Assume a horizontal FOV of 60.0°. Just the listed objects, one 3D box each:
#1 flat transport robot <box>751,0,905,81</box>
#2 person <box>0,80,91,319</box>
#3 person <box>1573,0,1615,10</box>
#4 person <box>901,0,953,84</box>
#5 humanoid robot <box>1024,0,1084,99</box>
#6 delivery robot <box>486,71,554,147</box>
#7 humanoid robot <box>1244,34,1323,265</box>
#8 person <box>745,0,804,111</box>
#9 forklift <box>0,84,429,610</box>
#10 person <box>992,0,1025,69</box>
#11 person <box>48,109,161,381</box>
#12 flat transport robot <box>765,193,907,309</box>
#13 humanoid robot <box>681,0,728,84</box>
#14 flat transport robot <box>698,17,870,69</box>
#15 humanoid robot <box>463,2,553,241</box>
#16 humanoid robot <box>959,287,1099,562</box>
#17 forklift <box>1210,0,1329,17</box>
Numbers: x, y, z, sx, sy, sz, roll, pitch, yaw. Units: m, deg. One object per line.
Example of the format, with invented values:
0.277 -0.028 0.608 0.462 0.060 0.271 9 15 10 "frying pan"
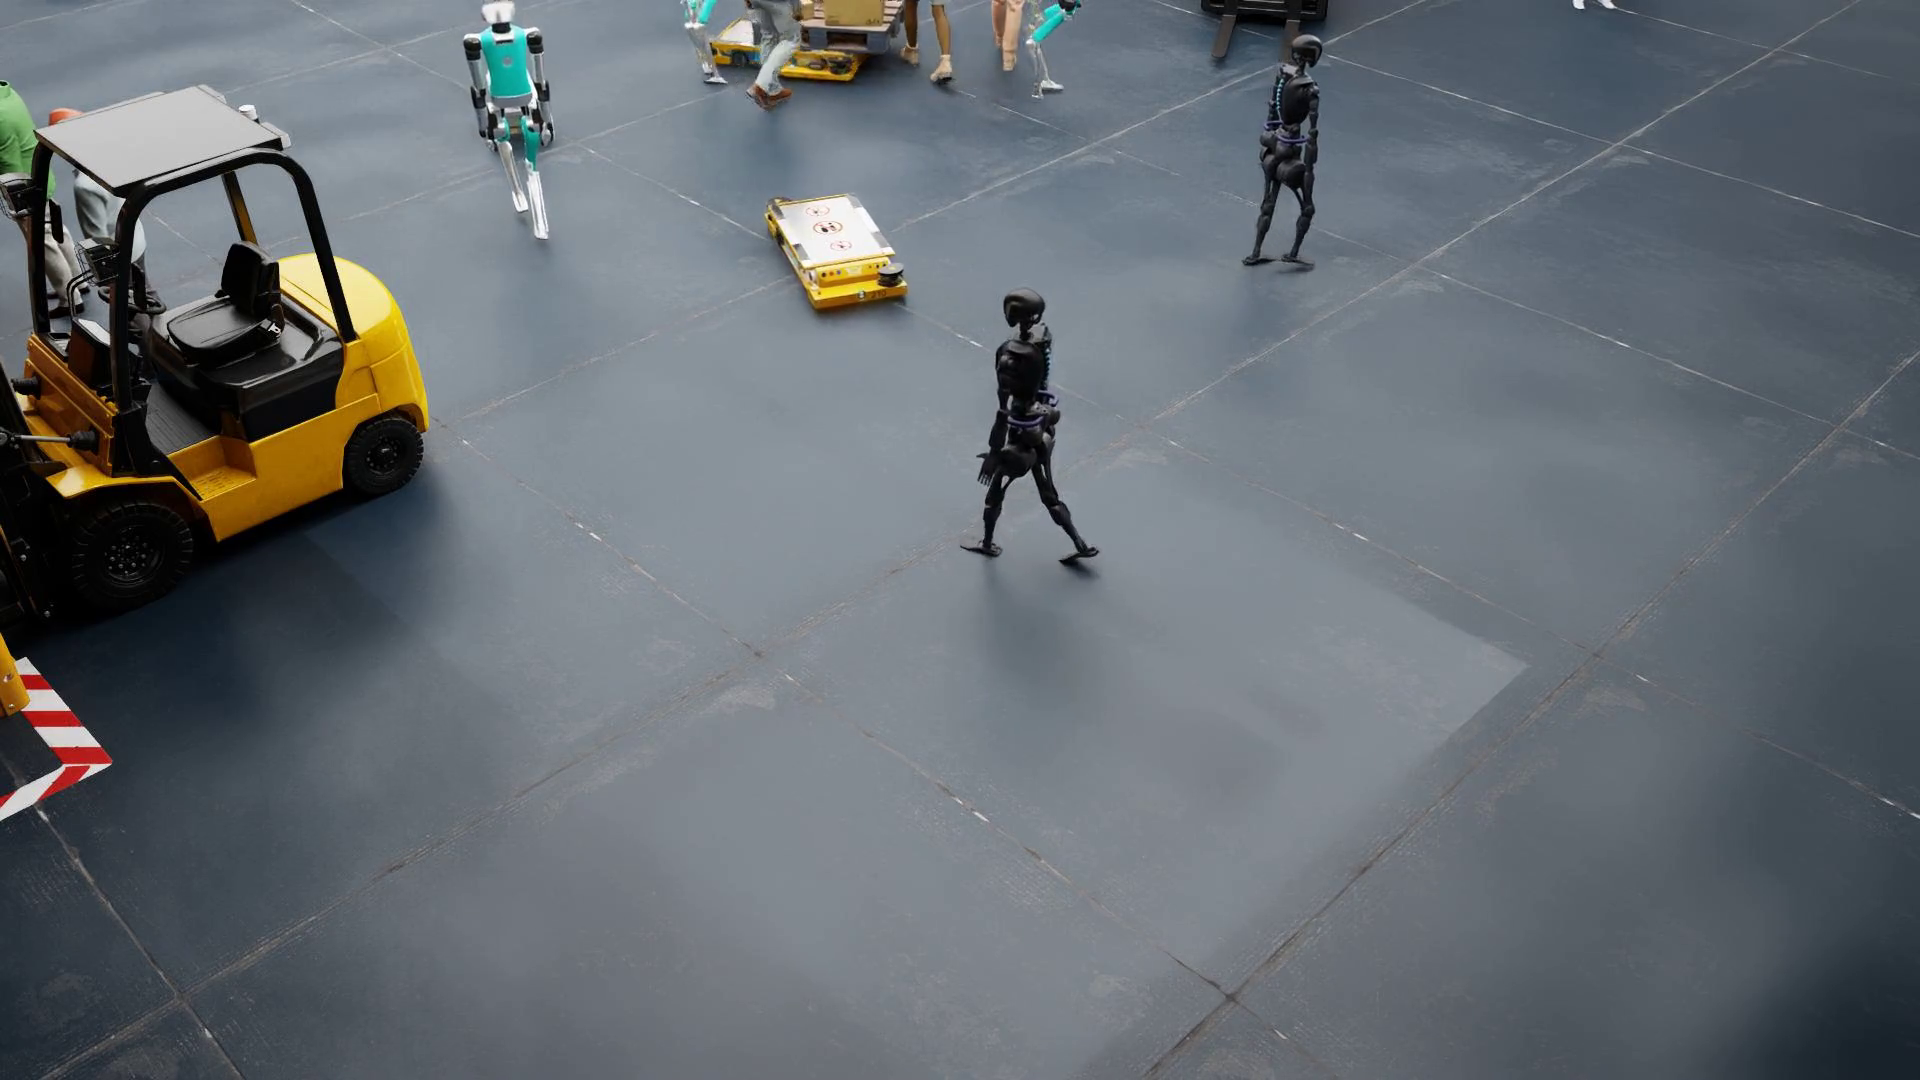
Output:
-1.147 -4.496 15.015 0.659 0.231 1.431 6 37 8 "flat transport robot"
-6.088 -2.305 10.829 0.388 1.778 0.548 -9 38 -12 "person"
6.127 -5.828 15.662 0.512 1.630 0.315 1 37 2 "person"
-0.287 -4.918 14.134 0.612 2.002 0.902 -9 38 -12 "person"
0.799 -4.555 13.896 0.809 1.801 0.545 9 38 11 "humanoid robot"
-3.624 -3.560 13.526 0.499 0.597 0.779 -12 38 -16 "delivery robot"
2.260 -2.654 11.378 0.496 1.648 0.609 -13 39 -17 "humanoid robot"
-1.562 -4.411 13.528 0.666 1.912 0.586 28 45 32 "person"
-4.145 -1.093 8.856 2.313 2.155 1.214 -31 47 -34 "forklift"
0.452 -5.098 14.586 0.545 1.746 0.802 6 37 8 "person"
-5.185 -1.800 10.177 0.352 1.740 0.571 -4 37 -5 "person"
-0.900 -2.081 11.783 0.659 0.231 1.431 -12 38 -15 "flat transport robot"
-2.247 -4.802 14.213 0.602 1.785 0.856 16 40 21 "humanoid robot"
-1.561 -4.417 14.909 1.431 0.231 0.659 9 38 12 "flat transport robot"
-3.195 -3.037 11.868 0.533 1.761 1.013 -12 38 -15 "humanoid robot"
0.364 -0.550 8.600 0.772 1.635 0.592 17 40 22 "humanoid robot"
3.106 -6.400 15.960 1.214 2.155 2.313 8 37 10 "forklift"
